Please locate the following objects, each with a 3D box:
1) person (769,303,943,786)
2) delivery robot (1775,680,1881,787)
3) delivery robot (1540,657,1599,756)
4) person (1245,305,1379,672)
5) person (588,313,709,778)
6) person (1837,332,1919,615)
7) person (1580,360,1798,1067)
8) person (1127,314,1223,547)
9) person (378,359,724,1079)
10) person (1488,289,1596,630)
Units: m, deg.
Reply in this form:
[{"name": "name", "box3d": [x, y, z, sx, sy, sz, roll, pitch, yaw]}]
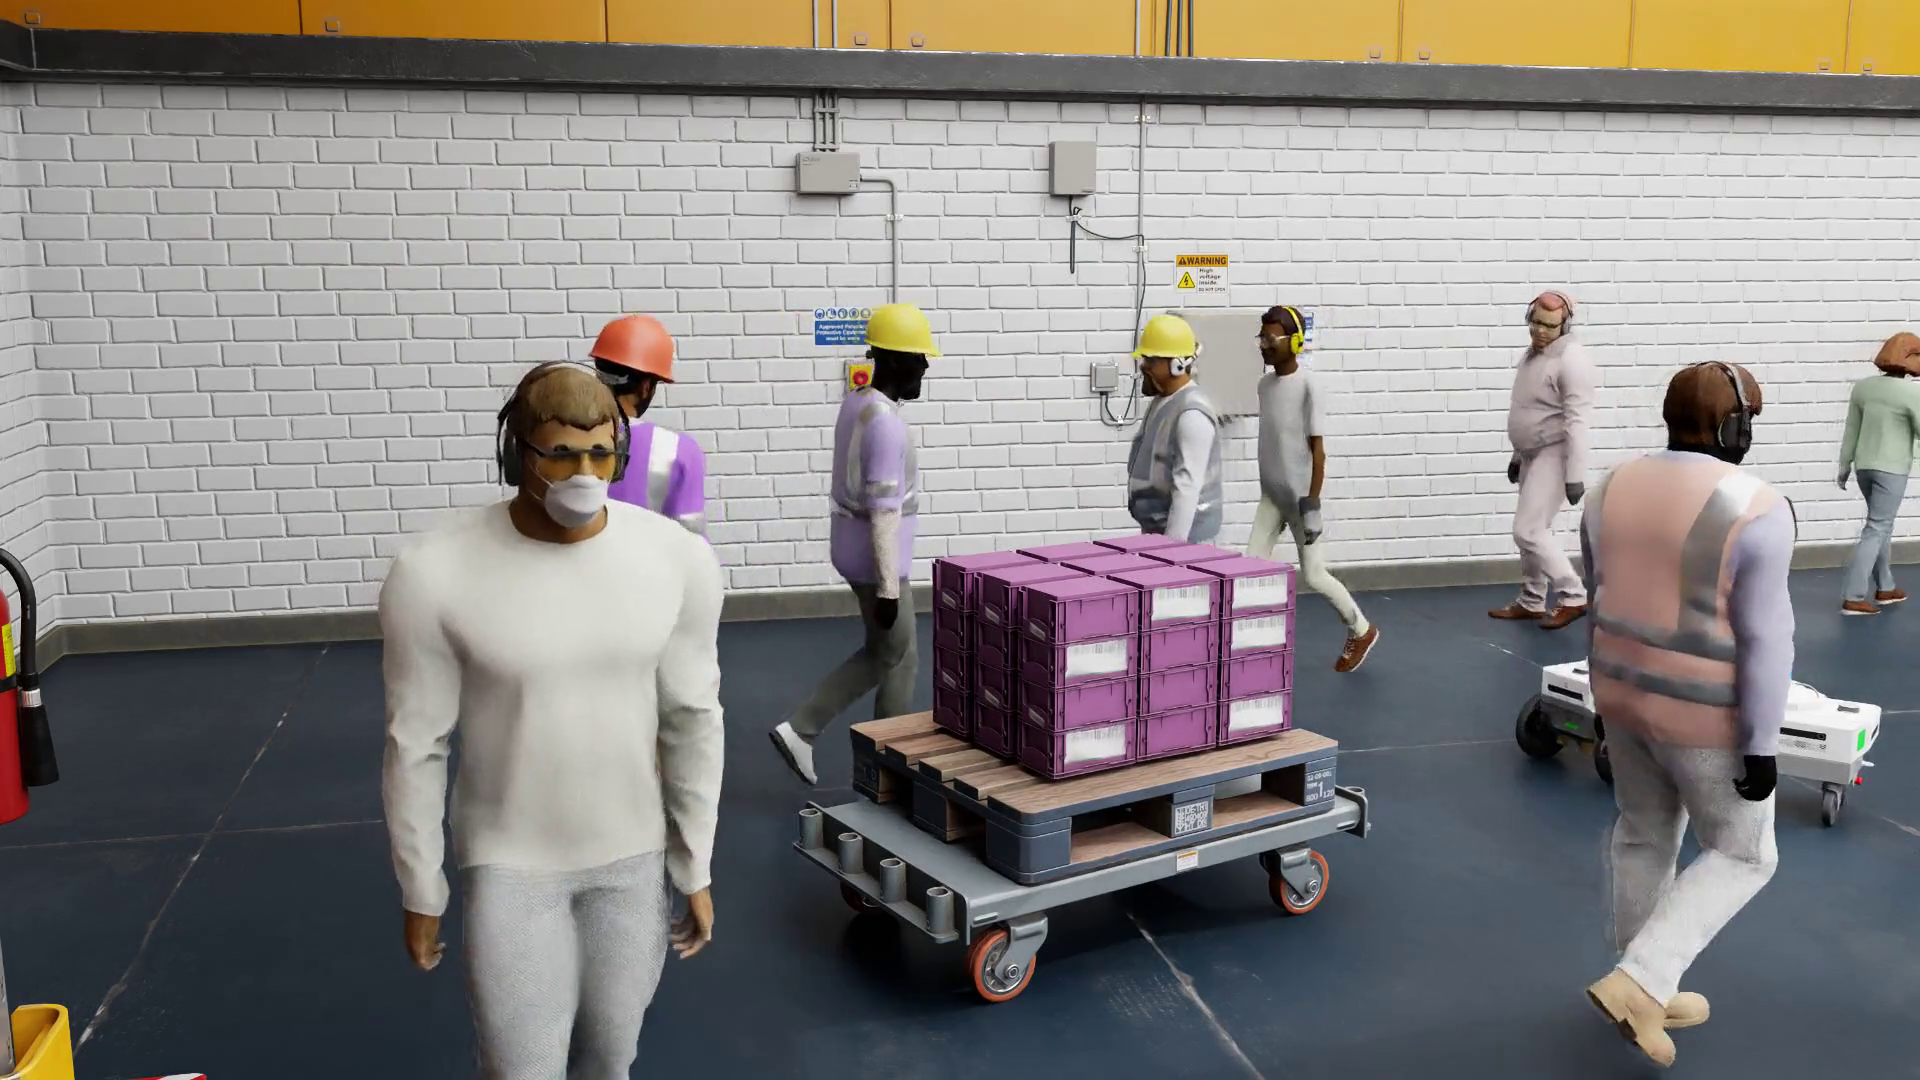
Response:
[{"name": "person", "box3d": [-0.359, 0.076, 6.181, 0.594, 1.905, 0.586, -3, 11, -15]}, {"name": "delivery robot", "box3d": [3.042, 0.694, 6.246, 0.707, 0.478, 0.477, 7, 12, 35]}, {"name": "delivery robot", "box3d": [2.708, 0.604, 6.739, 0.707, 0.478, 0.477, -5, 11, -26]}, {"name": "person", "box3d": [1.643, -0.211, 7.989, 0.925, 1.836, 0.527, -6, 12, -28]}, {"name": "person", "box3d": [-1.069, 0.271, 5.089, 0.647, 1.911, 0.495, 1, 10, 3]}, {"name": "person", "box3d": [5.358, -0.376, 9.491, 0.714, 1.604, 0.534, -3, 11, -18]}, {"name": "person", "box3d": [1.850, 0.453, 4.308, 0.490, 1.828, 0.644, -4, 11, -23]}, {"name": "person", "box3d": [0.833, -0.057, 7.170, 0.774, 1.805, 0.627, -1, 10, -7]}, {"name": "person", "box3d": [-0.733, 0.620, 3.128, 0.629, 1.919, 0.432, -6, 12, -30]}, {"name": "person", "box3d": [3.186, -0.417, 9.030, 0.445, 1.878, 0.694, 1, 10, 4]}]
